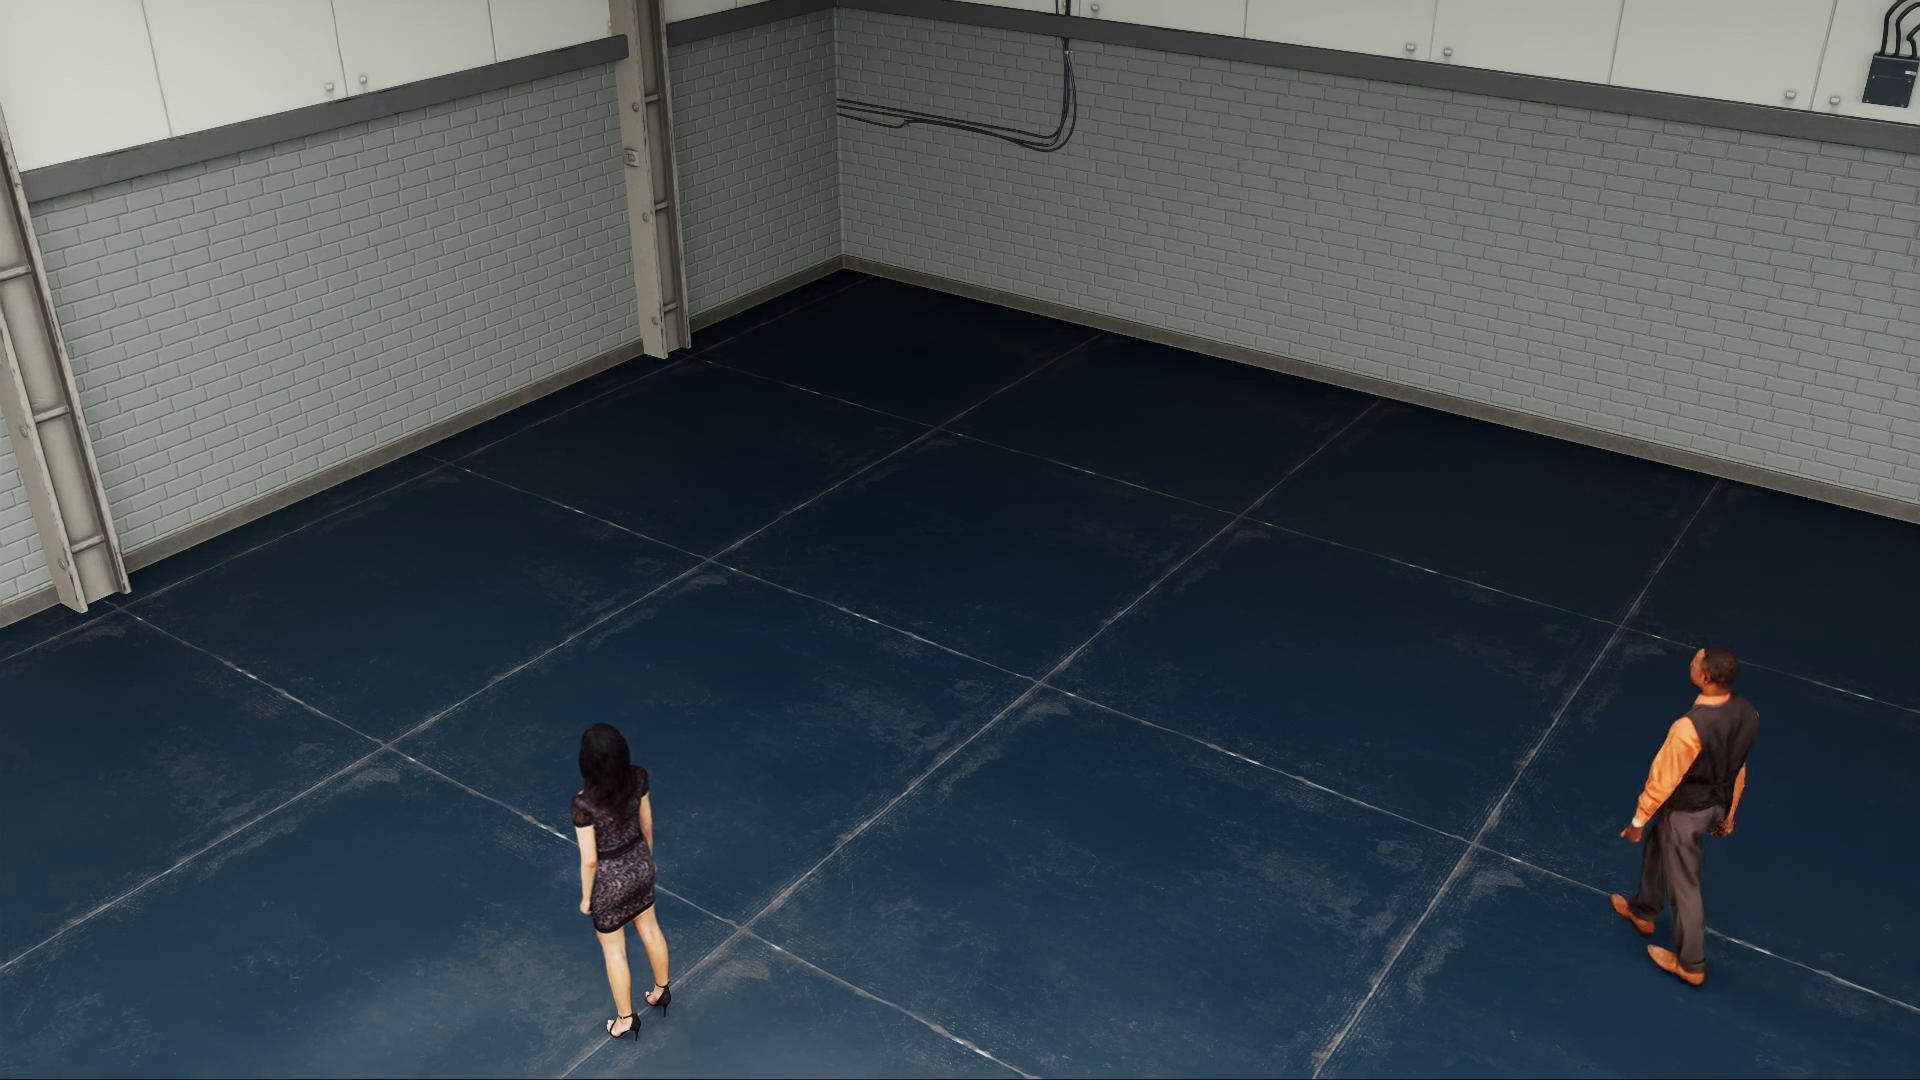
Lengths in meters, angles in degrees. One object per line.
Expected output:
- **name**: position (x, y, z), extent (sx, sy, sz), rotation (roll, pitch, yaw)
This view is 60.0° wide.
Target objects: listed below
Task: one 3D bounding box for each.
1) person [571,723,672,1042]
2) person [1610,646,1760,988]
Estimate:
- **person**: position (-1.638, 1.646, 8.005), extent (0.676, 1.791, 0.446), rotation (21, 35, 34)
- **person**: position (3.741, 1.425, 8.320), extent (1.010, 1.885, 1.003), rotation (-15, 31, -26)
